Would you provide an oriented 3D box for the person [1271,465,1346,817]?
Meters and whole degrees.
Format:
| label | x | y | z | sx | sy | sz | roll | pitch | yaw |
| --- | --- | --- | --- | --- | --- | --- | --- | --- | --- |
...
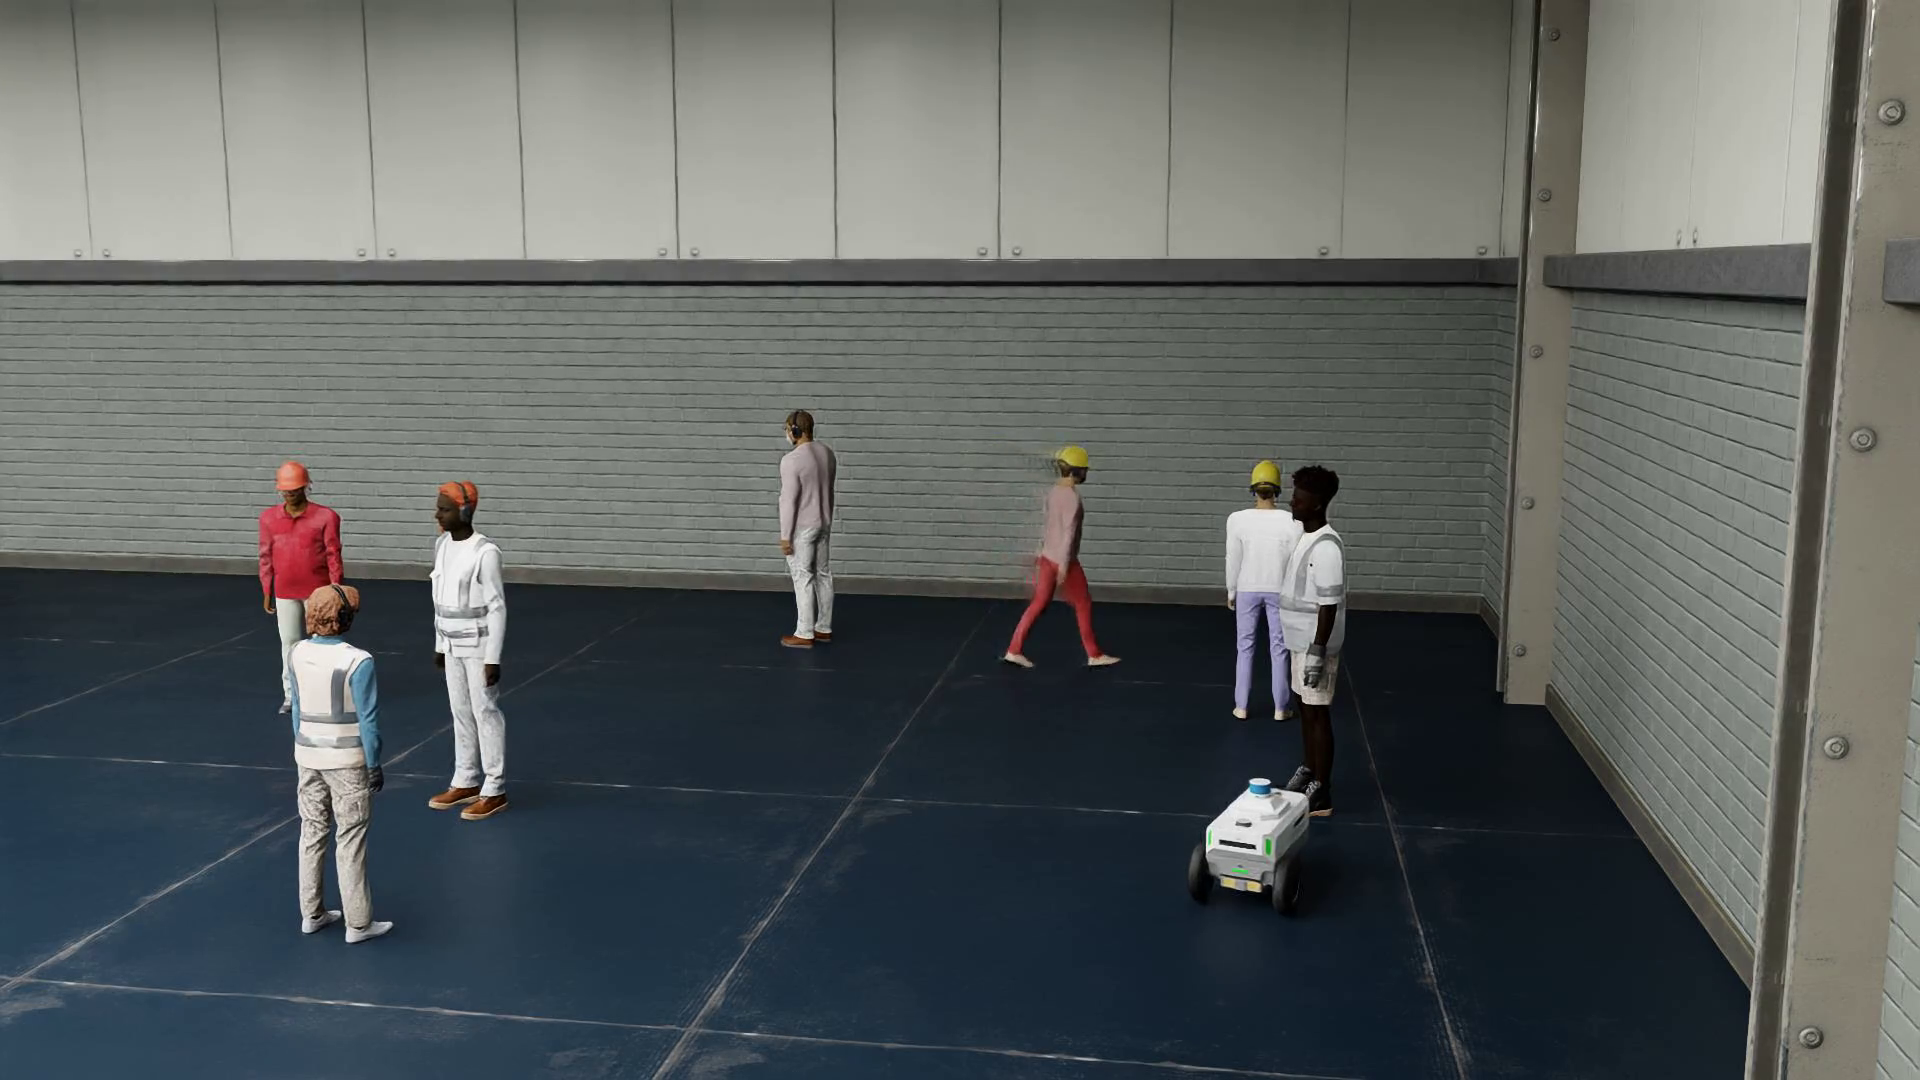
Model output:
| label | x | y | z | sx | sy | sz | roll | pitch | yaw |
| --- | --- | --- | --- | --- | --- | --- | --- | --- | --- |
| person | 1.955 | 0.558 | 9.285 | 0.367 | 1.966 | 0.607 | 0 | 9 | 1 |

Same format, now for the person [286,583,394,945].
| label | x | y | z | sx | sy | sz | roll | pitch | yaw |
| --- | --- | --- | --- | --- | --- | --- | --- | --- | --- |
| person | -2.828 | 1.010 | 7.540 | 0.513 | 1.630 | 0.317 | 4 | 10 | 25 |

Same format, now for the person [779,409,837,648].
| label | x | y | z | sx | sy | sz | roll | pitch | yaw |
| --- | --- | --- | --- | --- | --- | --- | --- | --- | --- |
| person | -1.235 | -0.085 | 13.389 | 0.377 | 1.930 | 0.631 | 6 | 11 | 32 |

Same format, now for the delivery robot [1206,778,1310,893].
| label | x | y | z | sx | sy | sz | roll | pitch | yaw |
| --- | --- | --- | --- | --- | --- | --- | --- | --- | --- |
| delivery robot | 1.458 | 1.406 | 8.104 | 0.477 | 0.478 | 0.707 | 5 | 10 | 26 |

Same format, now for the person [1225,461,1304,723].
| label | x | y | z | sx | sy | sz | roll | pitch | yaw |
| --- | --- | --- | --- | --- | --- | --- | --- | --- | --- |
| person | 2.043 | 0.350 | 11.175 | 0.525 | 1.772 | 0.307 | 2 | 9 | 13 |

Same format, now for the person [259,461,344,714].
| label | x | y | z | sx | sy | sz | roll | pitch | yaw |
| --- | --- | --- | --- | --- | --- | --- | --- | --- | --- |
| person | -4.507 | 0.326 | 11.389 | 0.566 | 1.745 | 0.348 | 0 | 9 | -3 |

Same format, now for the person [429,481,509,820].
| label | x | y | z | sx | sy | sz | roll | pitch | yaw |
| --- | --- | --- | --- | --- | --- | --- | --- | --- | --- |
| person | -2.736 | 0.606 | 9.245 | 0.576 | 1.882 | 0.357 | 8 | 12 | 42 |

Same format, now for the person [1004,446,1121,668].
| label | x | y | z | sx | sy | sz | roll | pitch | yaw |
| --- | --- | --- | --- | --- | --- | --- | --- | --- | --- |
| person | 0.747 | 0.143 | 12.639 | 0.904 | 1.713 | 0.525 | -3 | 10 | -20 |
